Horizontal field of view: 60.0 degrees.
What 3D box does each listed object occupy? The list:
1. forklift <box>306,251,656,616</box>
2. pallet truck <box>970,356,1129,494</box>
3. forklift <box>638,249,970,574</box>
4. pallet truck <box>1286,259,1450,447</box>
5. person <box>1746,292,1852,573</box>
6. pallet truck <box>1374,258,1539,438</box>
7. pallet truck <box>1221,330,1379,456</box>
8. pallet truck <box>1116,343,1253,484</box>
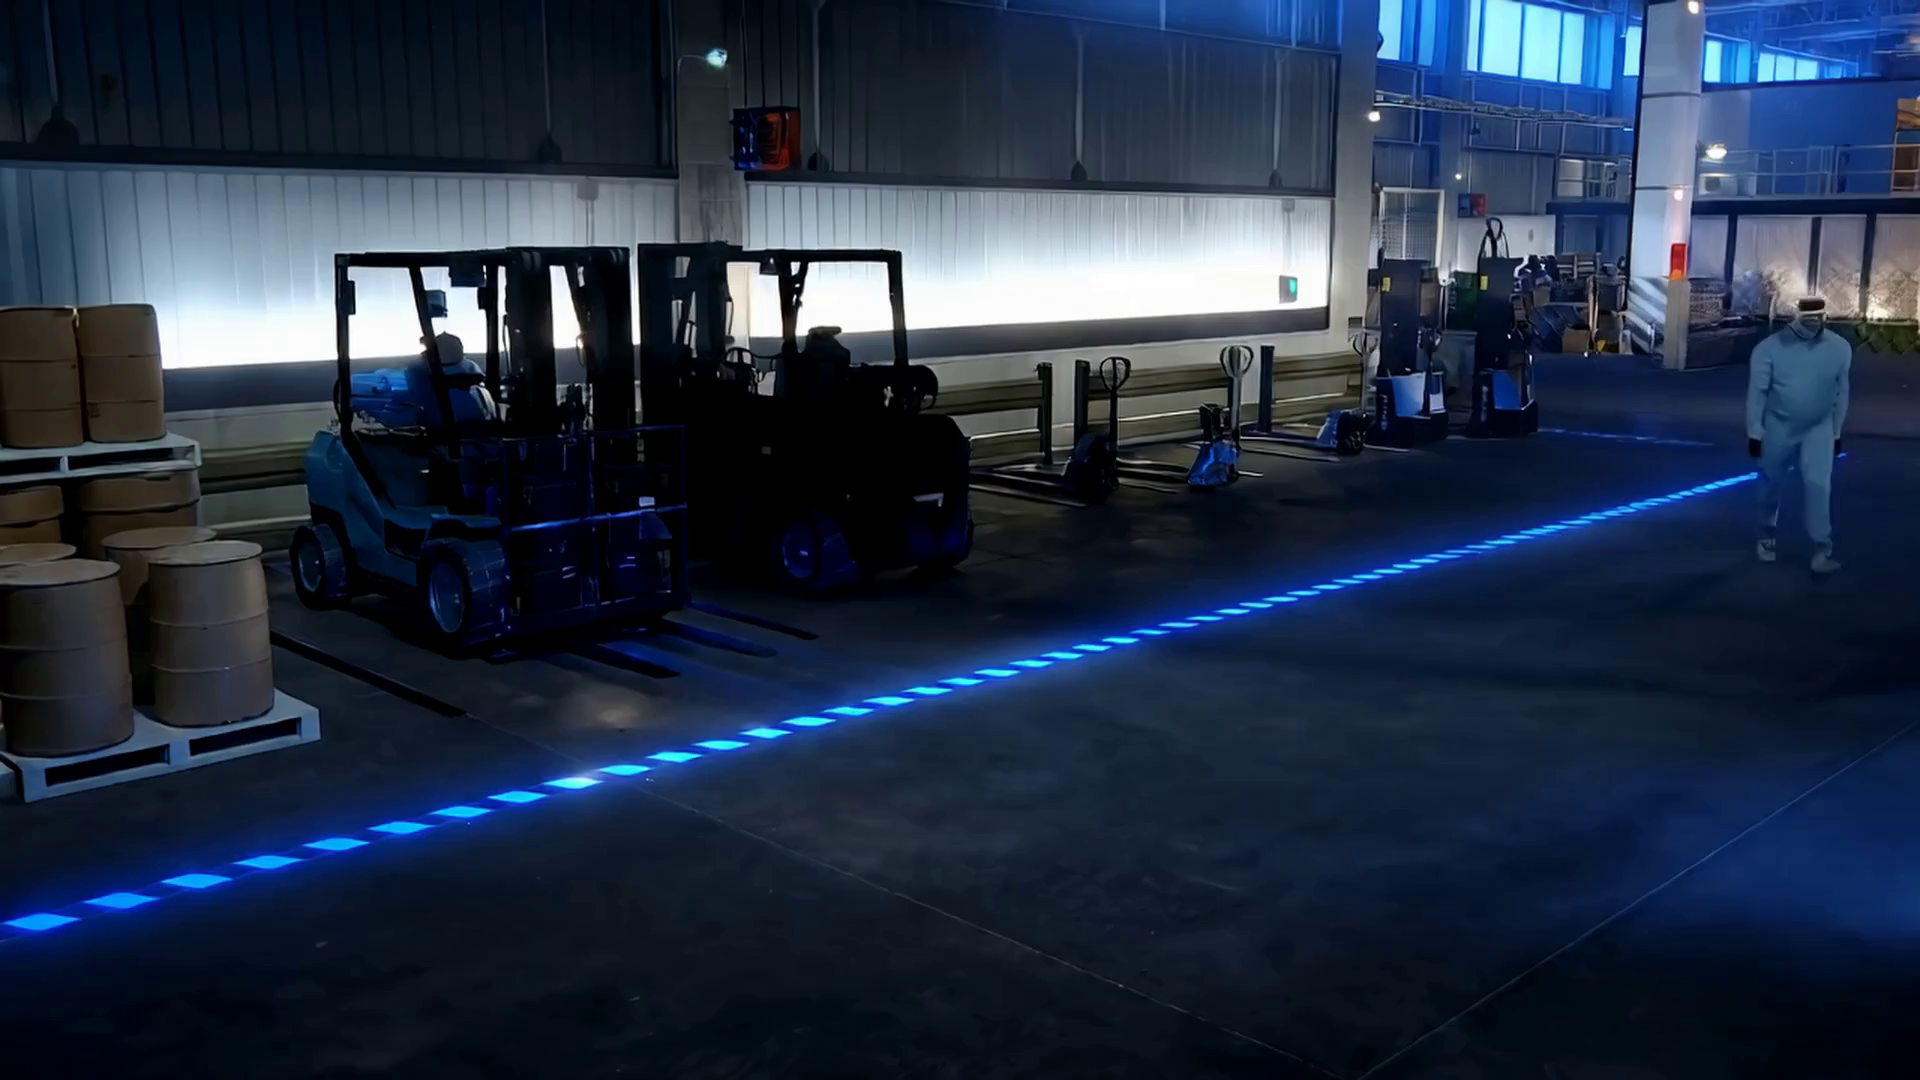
[{"bbox_3d":[-2.833,-0.669,9.694,1.157,1.987,2.680,-10,14,-44],"label":"forklift"},{"bbox_3d":[0.784,-1.085,14.876,0.680,1.201,1.601,-10,14,-44],"label":"pallet truck"},{"bbox_3d":[-1.173,-0.958,11.239,2.680,1.987,1.157,10,14,43],"label":"forklift"},{"bbox_3d":[4.493,-2.078,18.196,0.823,1.965,1.885,-9,14,-40],"label":"pallet truck"},{"bbox_3d":[5.638,-0.723,11.186,0.668,1.854,0.976,2,11,11],"label":"person"},{"bbox_3d":[5.704,-2.208,18.901,1.885,1.965,0.823,10,14,43],"label":"pallet truck"},{"bbox_3d":[3.563,-1.581,17.381,0.653,1.274,1.630,-10,14,-44],"label":"pallet truck"},{"bbox_3d":[1.962,-1.215,15.415,1.522,1.261,0.704,10,14,43],"label":"pallet truck"}]
